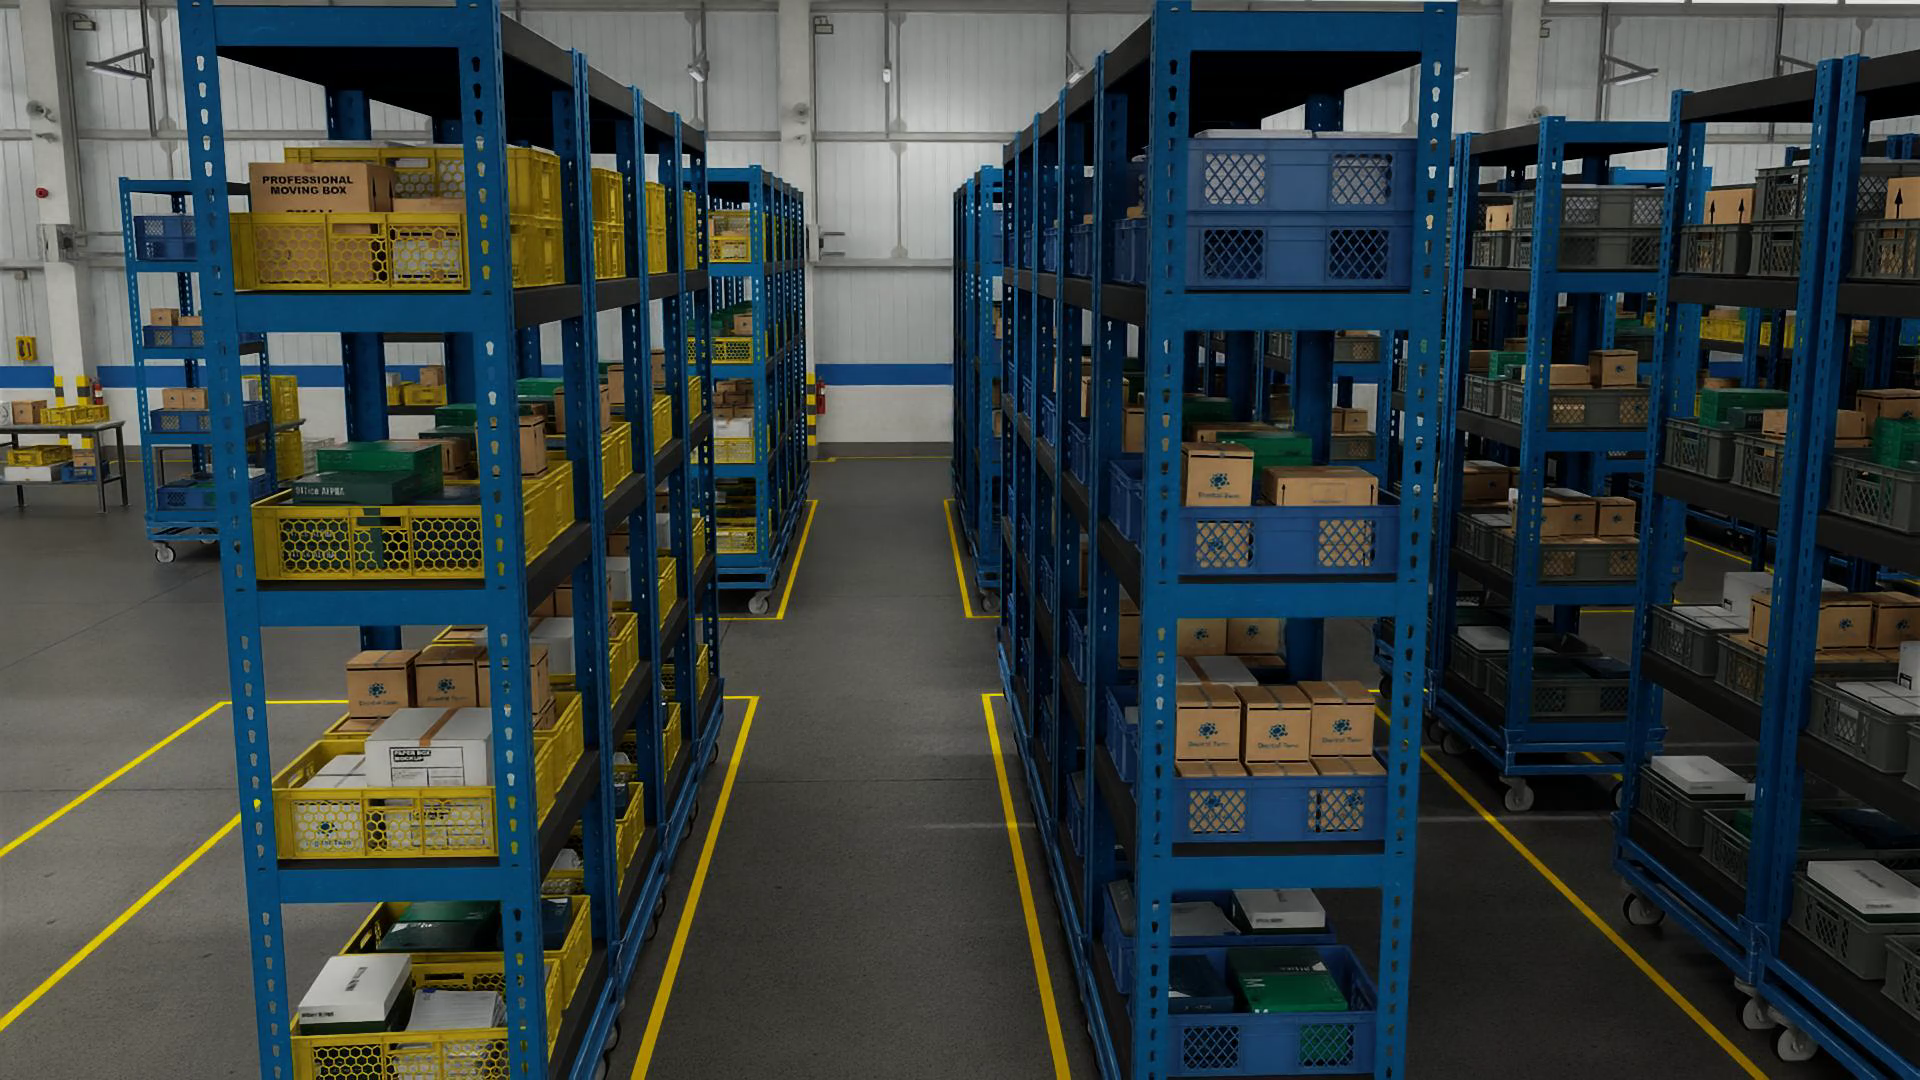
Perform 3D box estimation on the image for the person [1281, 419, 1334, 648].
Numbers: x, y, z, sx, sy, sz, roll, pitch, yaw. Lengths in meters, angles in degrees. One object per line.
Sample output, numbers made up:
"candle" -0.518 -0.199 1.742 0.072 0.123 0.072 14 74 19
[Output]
"person" 2.555 -0.074 12.241 0.434 1.812 0.617 -2 10 -9
